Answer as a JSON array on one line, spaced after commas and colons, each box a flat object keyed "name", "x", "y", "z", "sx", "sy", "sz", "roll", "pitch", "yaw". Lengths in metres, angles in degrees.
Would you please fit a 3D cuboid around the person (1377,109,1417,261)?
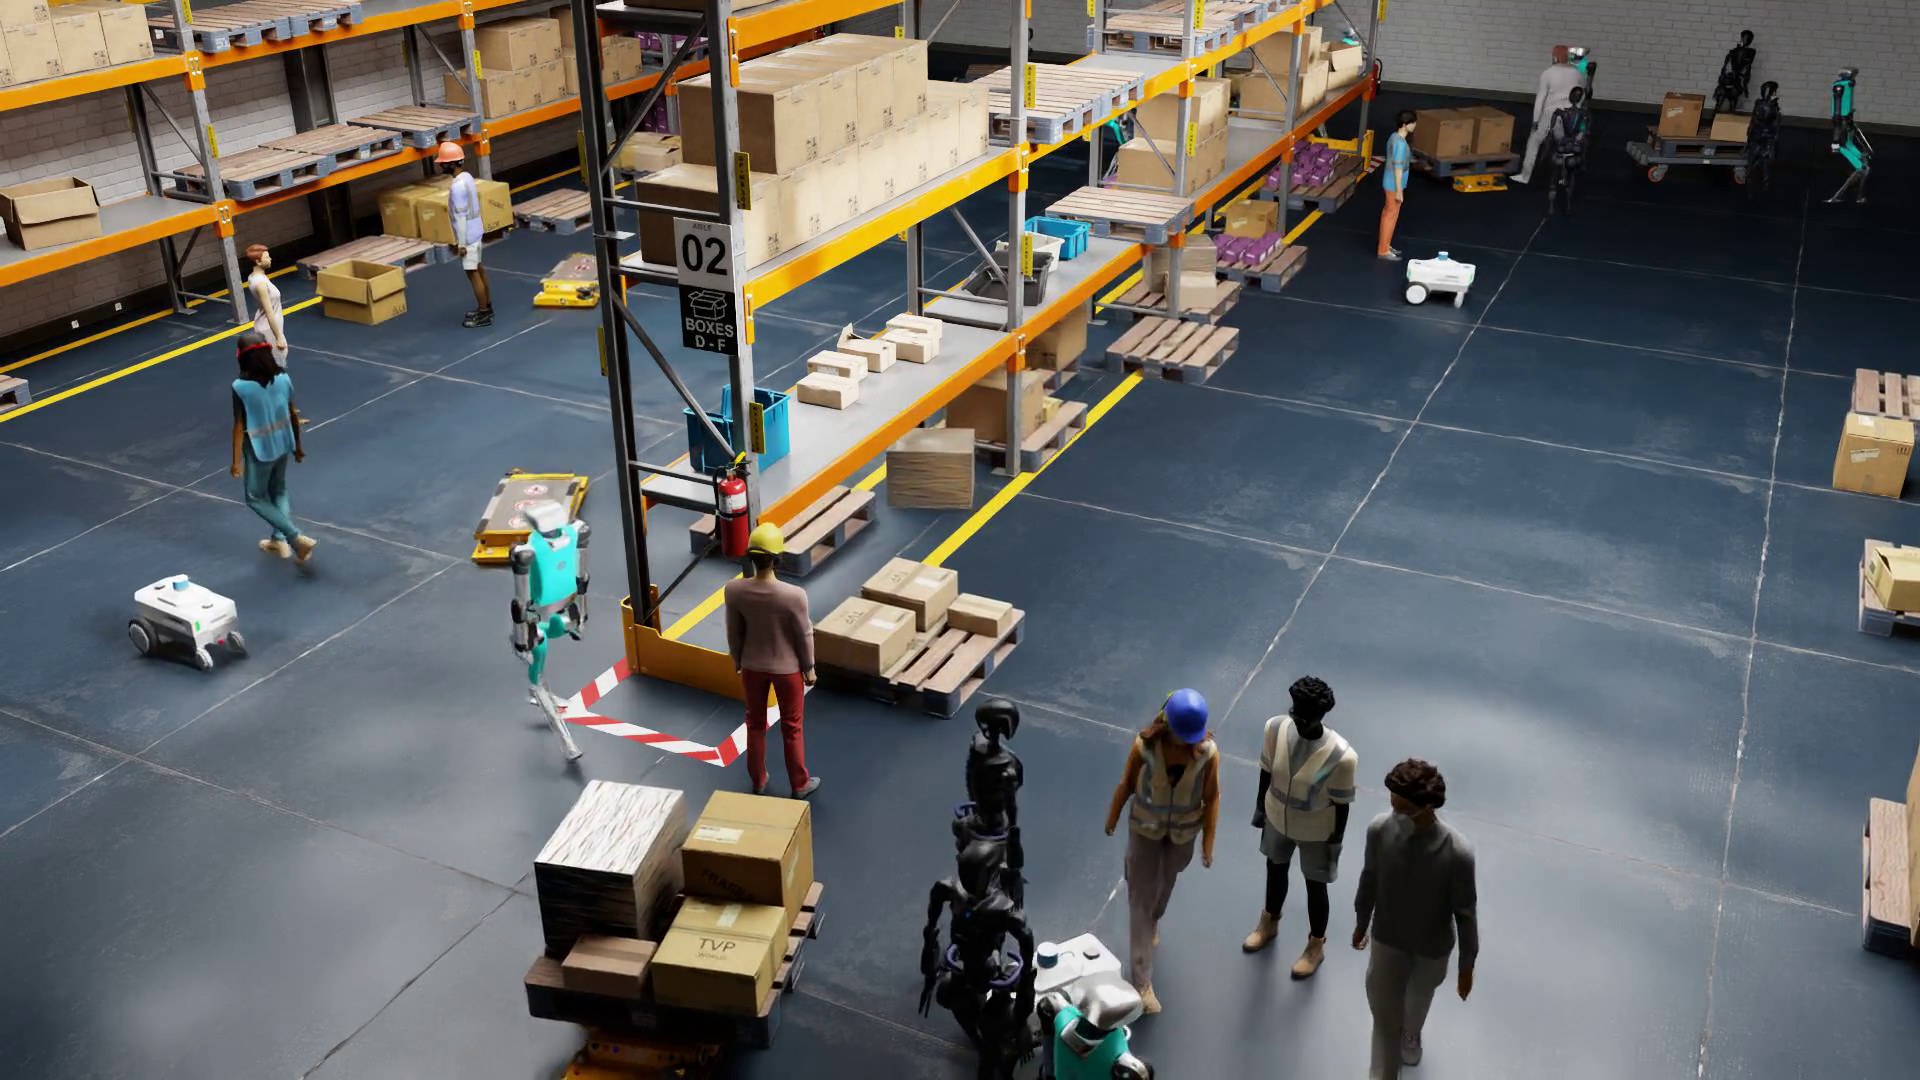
[{"name": "person", "x": 5.117, "y": -4.158, "z": 19.501, "sx": 0.335, "sy": 1.759, "sz": 0.495, "roll": 3, "pitch": 27, "yaw": 7}]

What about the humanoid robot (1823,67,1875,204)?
[{"name": "humanoid robot", "x": 11.708, "y": -5.214, "z": 21.658, "sx": 0.875, "sy": 1.771, "sz": 0.598, "roll": 22, "pitch": 34, "yaw": 37}]

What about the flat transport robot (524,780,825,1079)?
[{"name": "flat transport robot", "x": -1.393, "y": 2.230, "z": 8.273, "sx": 0.659, "sy": 0.231, "sz": 1.431, "roll": 5, "pitch": 27, "yaw": 10}]

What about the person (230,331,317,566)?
[{"name": "person", "x": -5.131, "y": -0.654, "z": 12.312, "sx": 0.710, "sy": 1.849, "sz": 0.559, "roll": 14, "pitch": 29, "yaw": 26}]

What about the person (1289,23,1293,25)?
[{"name": "person", "x": 5.666, "y": -8.389, "z": 27.892, "sx": 0.832, "sy": 1.888, "sz": 0.569, "roll": 23, "pitch": 34, "yaw": 38}]

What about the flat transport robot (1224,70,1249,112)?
[{"name": "flat transport robot", "x": 4.832, "y": -7.007, "z": 26.933, "sx": 1.431, "sy": 0.231, "sz": 0.659, "roll": 21, "pitch": 33, "yaw": 36}]

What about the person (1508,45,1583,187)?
[{"name": "person", "x": 8.013, "y": -5.714, "z": 22.521, "sx": 0.837, "sy": 1.866, "sz": 0.480, "roll": -6, "pitch": 27, "yaw": -12}]

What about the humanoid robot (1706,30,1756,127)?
[{"name": "humanoid robot", "x": 11.577, "y": -6.842, "z": 25.021, "sx": 0.611, "sy": 1.644, "sz": 0.481, "roll": -9, "pitch": 28, "yaw": -18}]

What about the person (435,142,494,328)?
[{"name": "person", "x": -5.173, "y": -3.183, "z": 17.349, "sx": 0.395, "sy": 1.928, "sz": 0.538, "roll": -3, "pitch": 27, "yaw": -6}]

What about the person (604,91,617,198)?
[{"name": "person", "x": -4.592, "y": -5.099, "z": 21.309, "sx": 0.389, "sy": 1.837, "sz": 0.562, "roll": -4, "pitch": 27, "yaw": -8}]

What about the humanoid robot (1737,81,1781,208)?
[{"name": "humanoid robot", "x": 10.504, "y": -5.175, "z": 21.684, "sx": 0.547, "sy": 1.618, "sz": 0.608, "roll": -6, "pitch": 27, "yaw": -12}]

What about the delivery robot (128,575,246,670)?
[{"name": "delivery robot", "x": -5.290, "y": 0.518, "z": 11.392, "sx": 0.769, "sy": 0.580, "sz": 0.499, "roll": 15, "pitch": 30, "yaw": 28}]

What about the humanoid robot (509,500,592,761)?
[{"name": "humanoid robot", "x": -2.608, "y": 0.484, "z": 10.175, "sx": 1.034, "sy": 1.716, "sz": 0.548, "roll": 21, "pitch": 33, "yaw": 36}]

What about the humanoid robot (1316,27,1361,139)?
[{"name": "humanoid robot", "x": 5.504, "y": -6.749, "z": 24.776, "sx": 0.743, "sy": 1.786, "sz": 0.557, "roll": 21, "pitch": 33, "yaw": 35}]

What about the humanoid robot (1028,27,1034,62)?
[{"name": "humanoid robot", "x": 0.936, "y": -6.981, "z": 25.309, "sx": 0.593, "sy": 1.631, "sz": 0.610, "roll": 4, "pitch": 27, "yaw": 8}]

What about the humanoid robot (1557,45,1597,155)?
[{"name": "humanoid robot", "x": 8.684, "y": -6.090, "z": 23.485, "sx": 0.544, "sy": 1.814, "sz": 0.787, "roll": 19, "pitch": 32, "yaw": 33}]

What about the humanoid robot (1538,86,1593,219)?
[{"name": "humanoid robot", "x": 7.675, "y": -4.917, "z": 21.124, "sx": 0.608, "sy": 1.649, "sz": 0.333, "roll": -1, "pitch": 26, "yaw": -2}]

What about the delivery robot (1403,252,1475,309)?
[{"name": "delivery robot", "x": 5.225, "y": -2.854, "z": 18.239, "sx": 0.783, "sy": 0.612, "sz": 0.511, "roll": 7, "pitch": 27, "yaw": 14}]

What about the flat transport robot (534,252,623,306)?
[{"name": "flat transport robot", "x": -4.254, "y": -2.934, "z": 18.704, "sx": 0.659, "sy": 0.231, "sz": 1.431, "roll": 2, "pitch": 26, "yaw": 5}]

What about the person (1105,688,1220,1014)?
[{"name": "person", "x": 0.994, "y": 1.470, "z": 8.165, "sx": 0.528, "sy": 1.716, "sz": 0.895, "roll": 0, "pitch": 26, "yaw": 0}]

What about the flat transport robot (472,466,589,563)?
[{"name": "flat transport robot", "x": -3.394, "y": -0.209, "z": 13.199, "sx": 0.659, "sy": 0.231, "sz": 1.431, "roll": -1, "pitch": 26, "yaw": -2}]

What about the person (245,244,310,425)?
[{"name": "person", "x": -6.161, "y": -1.838, "z": 14.920, "sx": 0.285, "sy": 1.661, "sz": 0.442, "roll": -16, "pitch": 30, "yaw": -28}]

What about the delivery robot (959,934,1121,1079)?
[{"name": "delivery robot", "x": 0.393, "y": 2.217, "z": 7.998, "sx": 0.808, "sy": 0.614, "sz": 0.499, "roll": -14, "pitch": 30, "yaw": -27}]

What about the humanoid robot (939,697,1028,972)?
[{"name": "humanoid robot", "x": 0.126, "y": 1.507, "z": 8.145, "sx": 0.384, "sy": 1.648, "sz": 0.587, "roll": -10, "pitch": 28, "yaw": -19}]

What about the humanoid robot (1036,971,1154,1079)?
[{"name": "humanoid robot", "x": 0.740, "y": 2.295, "z": 6.526, "sx": 0.920, "sy": 1.792, "sz": 0.553, "roll": -20, "pitch": 33, "yaw": -35}]

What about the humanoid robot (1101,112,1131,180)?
[{"name": "humanoid robot", "x": 2.250, "y": -5.889, "z": 23.039, "sx": 0.531, "sy": 1.774, "sz": 0.982, "roll": 21, "pitch": 33, "yaw": 36}]

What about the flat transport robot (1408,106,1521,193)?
[{"name": "flat transport robot", "x": 6.926, "y": -5.073, "z": 23.026, "sx": 0.659, "sy": 0.231, "sz": 1.431, "roll": -6, "pitch": 27, "yaw": -12}]

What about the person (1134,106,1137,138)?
[{"name": "person", "x": 2.716, "y": -6.561, "z": 24.271, "sx": 0.365, "sy": 1.834, "sz": 0.503, "roll": 1, "pitch": 26, "yaw": 2}]

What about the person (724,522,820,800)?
[{"name": "person", "x": -1.083, "y": 0.720, "z": 9.644, "sx": 0.523, "sy": 1.760, "sz": 0.324, "roll": 7, "pitch": 27, "yaw": 13}]

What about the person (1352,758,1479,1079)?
[{"name": "person", "x": 2.031, "y": 1.771, "z": 7.433, "sx": 0.564, "sy": 1.834, "sz": 1.001, "roll": 11, "pitch": 28, "yaw": 20}]

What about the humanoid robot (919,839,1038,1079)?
[{"name": "humanoid robot", "x": 0.087, "y": 1.977, "z": 7.251, "sx": 0.599, "sy": 1.626, "sz": 0.810, "roll": 16, "pitch": 31, "yaw": 30}]

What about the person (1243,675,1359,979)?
[{"name": "person", "x": 1.701, "y": 1.413, "z": 8.324, "sx": 0.535, "sy": 1.691, "sz": 0.318, "roll": 23, "pitch": 34, "yaw": 38}]
